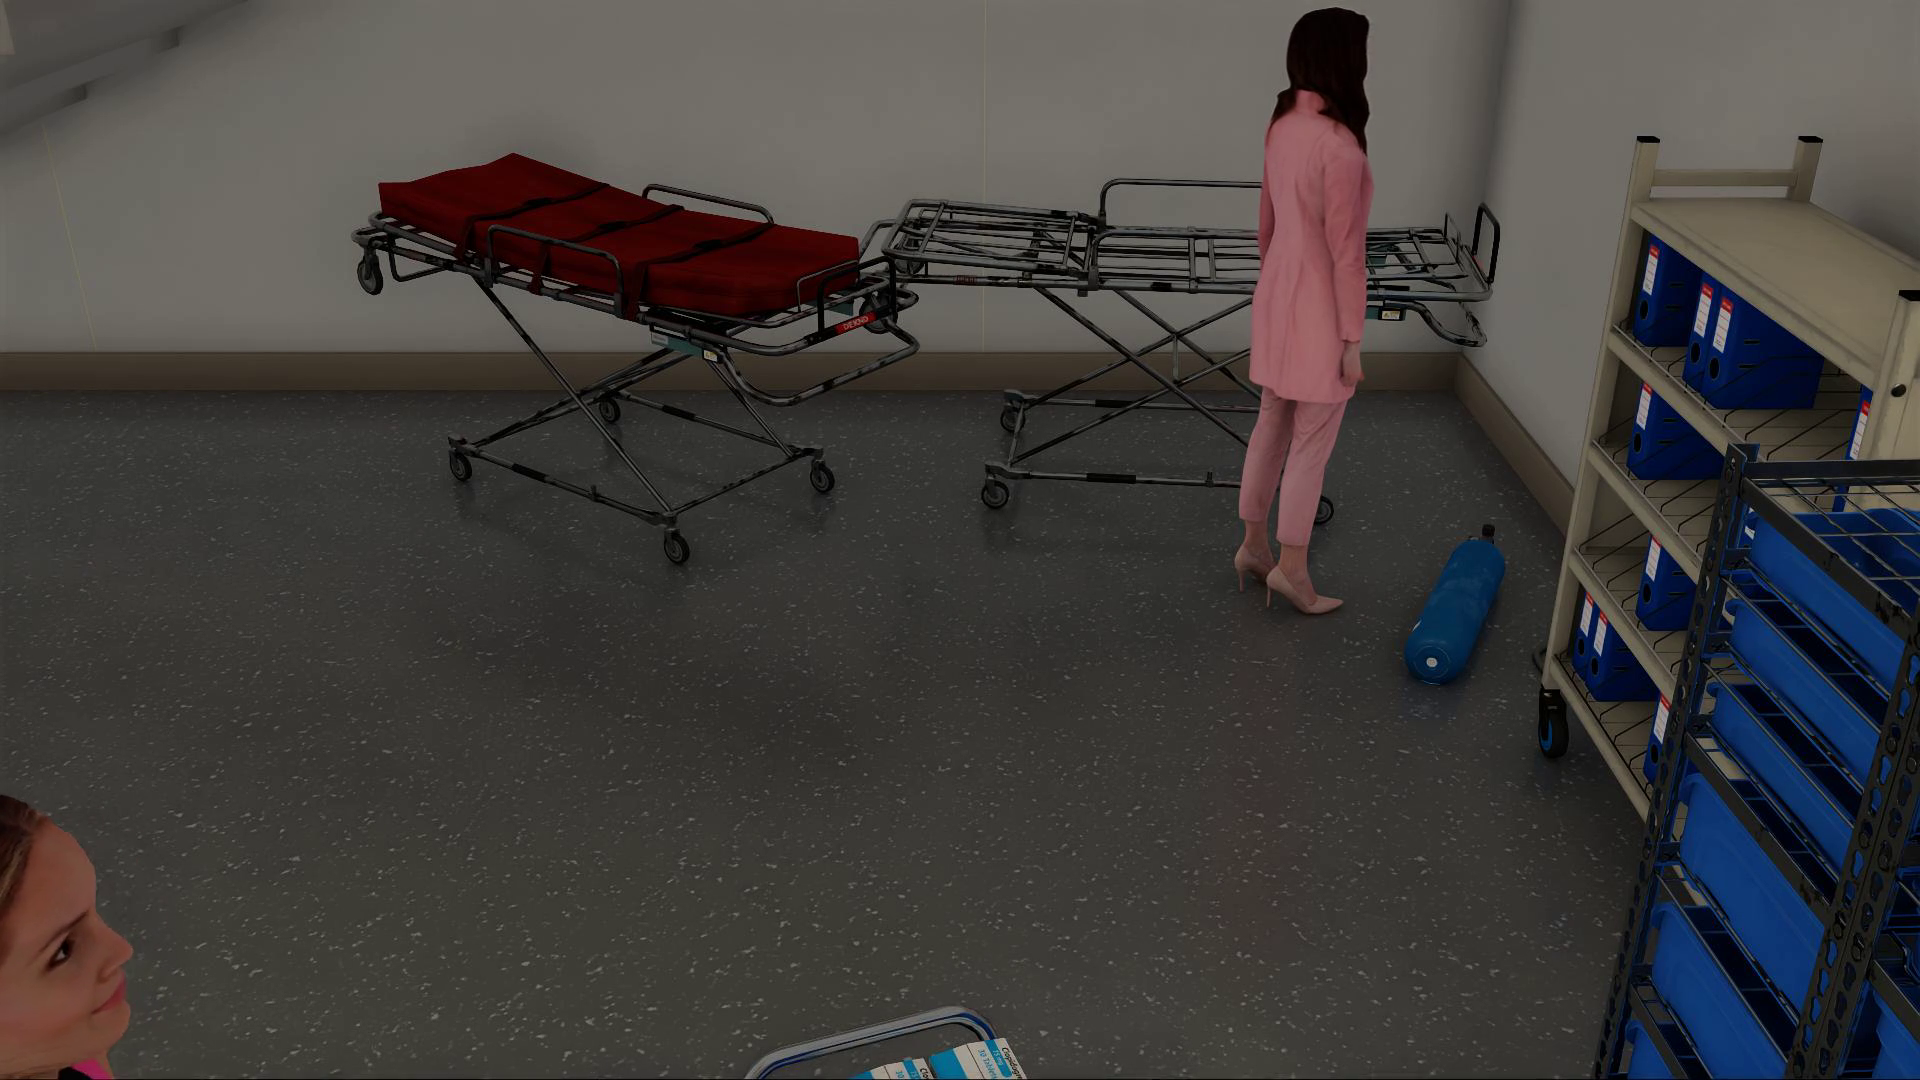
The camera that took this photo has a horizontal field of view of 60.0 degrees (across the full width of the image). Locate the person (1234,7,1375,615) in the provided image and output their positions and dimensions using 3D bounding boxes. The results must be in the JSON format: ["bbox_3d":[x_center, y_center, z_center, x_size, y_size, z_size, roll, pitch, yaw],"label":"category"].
[{"bbox_3d":[1.012,-0.636,4.915,0.653,1.803,0.679,-10,28,-21],"label":"person"}]
